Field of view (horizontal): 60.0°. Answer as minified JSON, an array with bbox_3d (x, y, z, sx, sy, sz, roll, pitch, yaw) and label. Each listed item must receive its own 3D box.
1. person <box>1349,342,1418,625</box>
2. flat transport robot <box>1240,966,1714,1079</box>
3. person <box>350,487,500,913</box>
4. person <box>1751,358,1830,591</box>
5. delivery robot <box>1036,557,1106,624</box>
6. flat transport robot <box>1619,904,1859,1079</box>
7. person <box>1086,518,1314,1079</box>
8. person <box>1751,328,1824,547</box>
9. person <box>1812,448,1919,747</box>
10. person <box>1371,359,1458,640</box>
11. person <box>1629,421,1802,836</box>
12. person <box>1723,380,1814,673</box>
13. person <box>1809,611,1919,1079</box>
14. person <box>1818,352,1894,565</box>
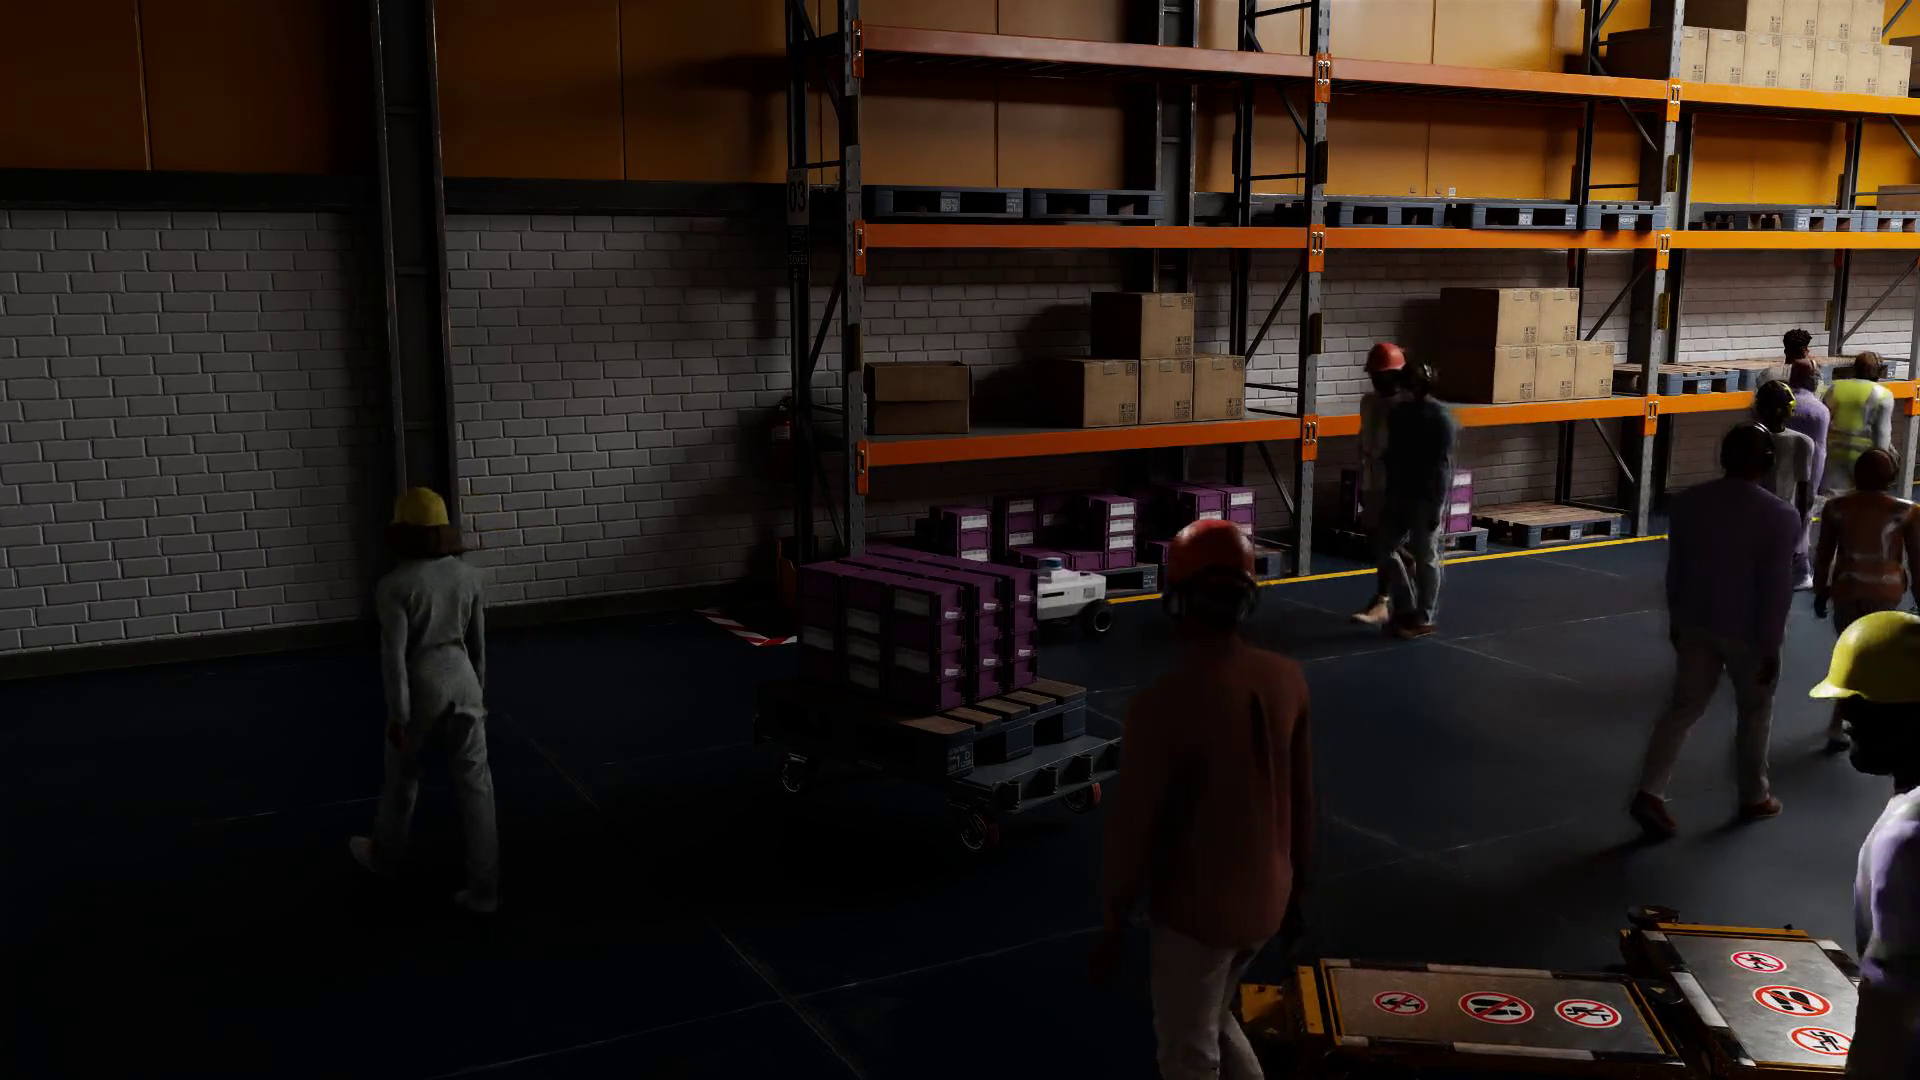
[{"bbox_3d":[3.149,-0.415,11.900,0.792,2.020,0.629,-5,11,-27],"label":"person"},{"bbox_3d":[1.638,1.594,5.358,1.431,0.197,0.652,1,10,8],"label":"flat transport robot"},{"bbox_3d":[-2.181,0.628,6.773,0.890,1.696,0.508,9,13,41],"label":"person"},{"bbox_3d":[6.316,-0.468,12.716,1.017,1.846,0.626,-8,12,-37],"label":"person"},{"bbox_3d":[0.641,0.361,11.367,0.707,0.478,0.477,-6,12,-31],"label":"delivery robot"},{"bbox_3d":[2.698,1.572,5.486,0.652,0.197,1.431,1,10,8],"label":"flat transport robot"},{"bbox_3d":[0.626,0.930,4.277,0.633,1.971,0.435,-10,14,-44],"label":"person"},{"bbox_3d":[7.394,-0.908,14.884,0.362,1.963,0.614,-8,13,-40],"label":"person"},{"bbox_3d":[4.915,0.302,9.010,0.875,1.593,0.515,-8,13,-38],"label":"person"},{"bbox_3d":[3.055,-0.260,11.276,0.483,1.922,0.661,-5,11,-26],"label":"person"},{"bbox_3d":[3.428,0.406,7.532,0.967,1.905,0.644,-7,12,-34],"label":"person"},{"bbox_3d":[4.950,-0.057,10.271,0.328,1.870,0.510,-8,13,-38],"label":"person"},{"bbox_3d":[2.038,1.092,3.564,0.507,1.898,0.628,7,12,36],"label":"person"},{"bbox_3d":[7.629,-0.689,14.079,0.922,1.796,0.638,-6,12,-32],"label":"person"}]
